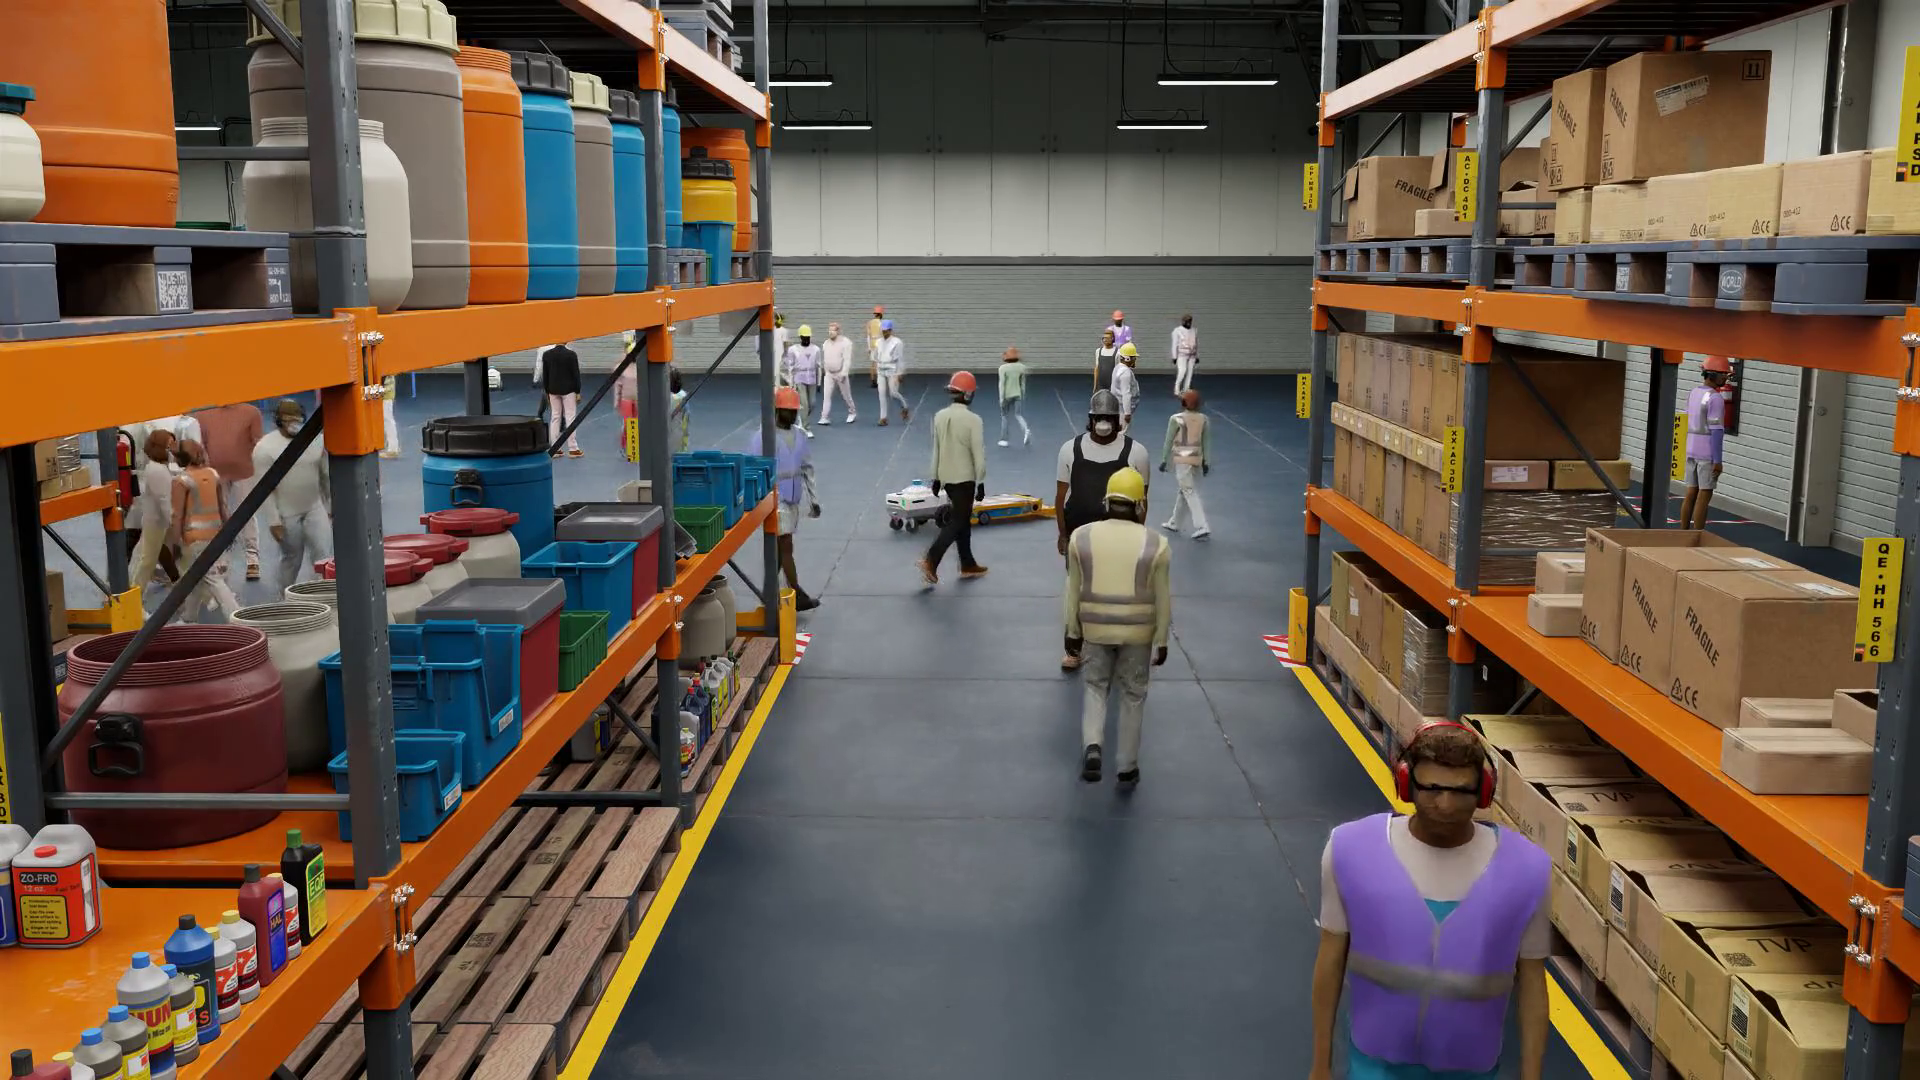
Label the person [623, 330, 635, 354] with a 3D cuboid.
[{"bbox_3d":[-7.023,-3.916,35.611,0.331,1.874,0.519,8,12,39],"label":"person"}]

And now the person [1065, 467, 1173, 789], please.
[{"bbox_3d":[0.885,0.505,9.275,0.610,1.819,0.471,3,10,16],"label":"person"}]

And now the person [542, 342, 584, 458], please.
[{"bbox_3d":[-6.031,-2.252,25.264,0.608,1.997,0.374,3,10,15],"label":"person"}]

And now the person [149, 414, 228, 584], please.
[{"bbox_3d":[-7.283,-0.531,15.460,0.587,1.842,0.984,5,11,29],"label":"person"}]

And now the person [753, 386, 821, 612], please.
[{"bbox_3d":[-1.404,-0.340,14.086,0.902,1.900,0.575,9,13,42],"label":"person"}]

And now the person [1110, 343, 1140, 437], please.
[{"bbox_3d":[2.319,-1.849,23.378,0.403,1.824,0.596,-1,10,-6],"label":"person"}]

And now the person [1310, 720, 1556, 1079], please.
[{"bbox_3d":[1.176,1.356,4.183,0.578,1.830,0.580,2,10,10],"label":"person"}]

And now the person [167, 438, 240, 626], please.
[{"bbox_3d":[-5.964,-0.017,13.099,0.866,1.588,0.533,2,10,12],"label":"person"}]

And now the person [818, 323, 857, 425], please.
[{"bbox_3d":[-2.245,-3.056,30.511,0.641,1.862,1.015,5,11,26],"label":"person"}]

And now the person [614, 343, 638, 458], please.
[{"bbox_3d":[-4.923,-2.090,25.023,0.541,1.739,0.428,-7,12,-36],"label":"person"}]

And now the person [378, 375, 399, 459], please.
[{"bbox_3d":[-8.859,-2.129,25.046,0.756,1.819,0.654,-3,10,-19],"label":"person"}]

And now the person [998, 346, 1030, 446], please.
[{"bbox_3d":[0.862,-2.297,26.696,0.506,1.615,0.664,-6,11,-30],"label":"person"}]

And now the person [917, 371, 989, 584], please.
[{"bbox_3d":[-0.064,-0.579,15.376,0.903,1.967,0.631,-8,12,-40],"label":"person"}]

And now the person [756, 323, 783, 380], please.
[{"bbox_3d":[-4.514,-4.574,39.551,0.675,1.870,0.893,0,9,-2],"label":"person"}]

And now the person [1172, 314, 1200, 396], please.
[{"bbox_3d":[4.941,-4.003,36.276,0.627,1.830,0.437,-4,10,-25],"label":"person"}]

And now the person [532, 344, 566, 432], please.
[{"bbox_3d":[-7.291,-2.846,29.142,0.972,1.884,0.572,3,10,15],"label":"person"}]

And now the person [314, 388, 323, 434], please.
[{"bbox_3d":[-7.439,-1.316,19.974,0.664,1.888,0.464,2,10,10],"label":"person"}]

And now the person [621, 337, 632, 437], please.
[{"bbox_3d":[-5.401,-2.587,28.030,0.861,1.726,0.552,-9,13,-43],"label":"person"}]

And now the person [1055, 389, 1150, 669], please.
[{"bbox_3d":[1.025,-0.051,12.079,0.683,2.000,0.538,1,10,8],"label":"person"}]

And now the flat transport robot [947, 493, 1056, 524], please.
[{"bbox_3d":[0.358,-0.366,19.258,1.431,0.197,0.652,-6,11,-34],"label":"flat transport robot"}]

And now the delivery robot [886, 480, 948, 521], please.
[{"bbox_3d":[-0.481,-0.429,18.502,0.707,0.478,0.477,-9,13,-42],"label":"delivery robot"}]

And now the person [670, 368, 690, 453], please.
[{"bbox_3d":[-3.062,-0.961,18.075,0.867,1.806,0.654,-8,12,-40],"label":"person"}]

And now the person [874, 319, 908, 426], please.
[{"bbox_3d":[-1.267,-3.071,30.391,0.618,1.929,0.657,6,11,30],"label":"person"}]

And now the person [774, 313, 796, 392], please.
[{"bbox_3d":[-3.932,-4.055,36.507,0.711,1.851,0.529,-6,11,-34],"label":"person"}]

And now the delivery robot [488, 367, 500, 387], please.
[{"bbox_3d":[-10.854,-3.782,38.589,0.477,0.478,0.707,-2,10,-14],"label":"delivery robot"}]

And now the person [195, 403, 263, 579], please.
[{"bbox_3d":[-6.802,-0.622,15.514,0.614,1.990,0.392,-2,10,-10],"label":"person"}]

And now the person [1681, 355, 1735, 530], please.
[{"bbox_3d":[7.568,-0.868,16.845,0.388,2.039,0.613,0,9,-2],"label":"person"}]

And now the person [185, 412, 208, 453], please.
[{"bbox_3d":[-9.812,-1.529,21.476,0.546,1.811,0.961,-4,10,-23],"label":"person"}]

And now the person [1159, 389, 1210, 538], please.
[{"bbox_3d":[2.464,-0.834,17.981,0.516,1.595,0.891,-6,11,-33],"label":"person"}]

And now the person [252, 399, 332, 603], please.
[{"bbox_3d":[-5.303,-0.207,13.378,0.879,1.882,0.709,8,13,41],"label":"person"}]

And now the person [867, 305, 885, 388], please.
[{"bbox_3d":[-1.924,-4.582,39.401,0.551,1.935,0.372,6,11,33],"label":"person"}]

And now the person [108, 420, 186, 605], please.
[{"bbox_3d":[-6.904,-0.412,14.283,0.979,1.979,0.673,-3,10,-17],"label":"person"}]

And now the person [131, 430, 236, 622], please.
[{"bbox_3d":[-6.480,-0.117,13.688,0.869,1.580,0.527,-3,10,-16],"label":"person"}]

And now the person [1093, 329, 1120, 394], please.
[{"bbox_3d":[2.457,-2.568,27.611,0.505,1.847,0.344,5,11,27],"label":"person"}]

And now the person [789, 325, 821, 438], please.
[{"bbox_3d":[-2.650,-2.713,28.304,0.591,1.908,0.704,-5,11,-28],"label":"person"}]

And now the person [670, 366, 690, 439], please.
[{"bbox_3d":[-3.688,-1.379,21.039,0.536,1.664,0.825,-1,10,-8],"label":"person"}]

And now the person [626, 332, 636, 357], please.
[{"bbox_3d":[-4.914,-2.370,26.369,0.830,1.870,0.666,9,13,43],"label":"person"}]

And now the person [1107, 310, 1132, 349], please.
[{"bbox_3d":[3.465,-4.033,36.197,0.554,1.901,0.861,0,9,1],"label":"person"}]
